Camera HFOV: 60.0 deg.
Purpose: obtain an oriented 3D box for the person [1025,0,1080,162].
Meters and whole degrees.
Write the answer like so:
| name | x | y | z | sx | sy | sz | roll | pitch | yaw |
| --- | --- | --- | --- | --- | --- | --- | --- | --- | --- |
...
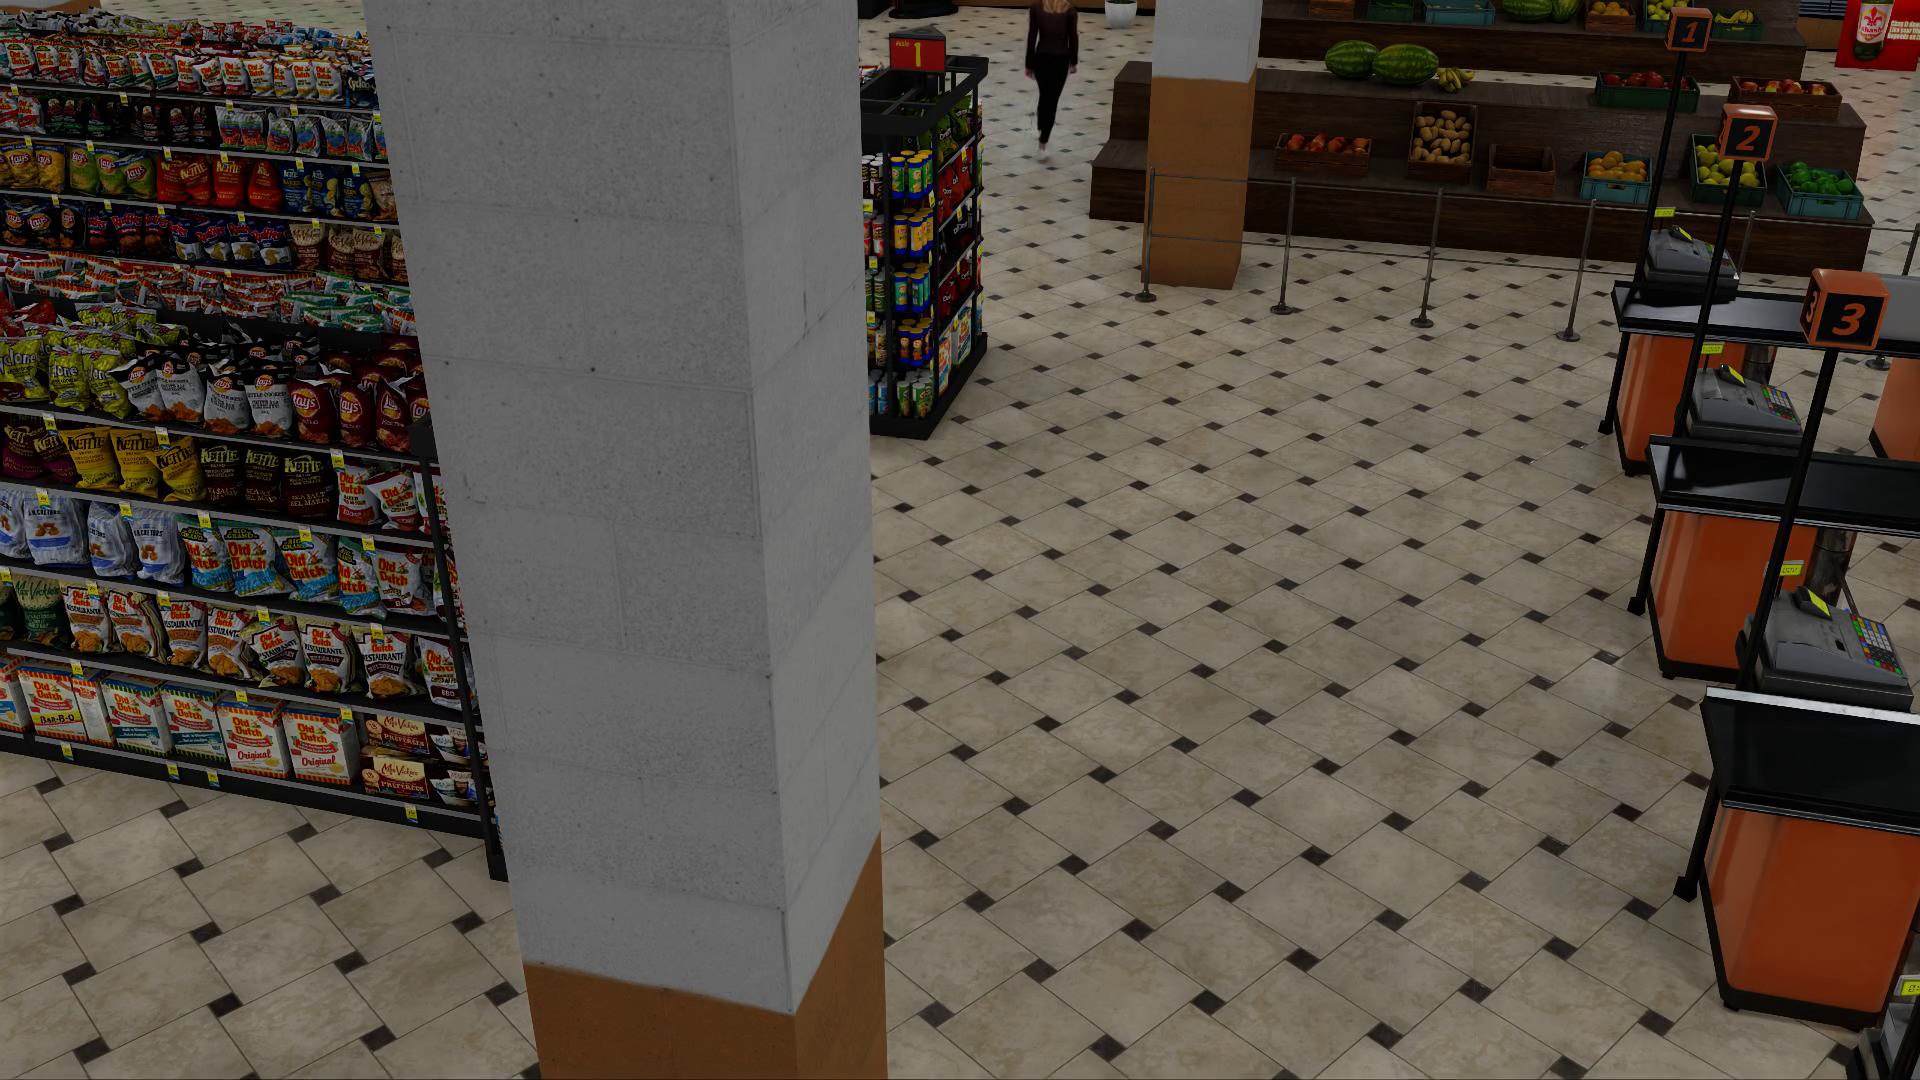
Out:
| name | x | y | z | sx | sy | sz | roll | pitch | yaw |
| --- | --- | --- | --- | --- | --- | --- | --- | --- | --- |
| person | 0.823 | -4.325 | 15.298 | 0.823 | 1.664 | 0.713 | 9 | 30 | 16 |
